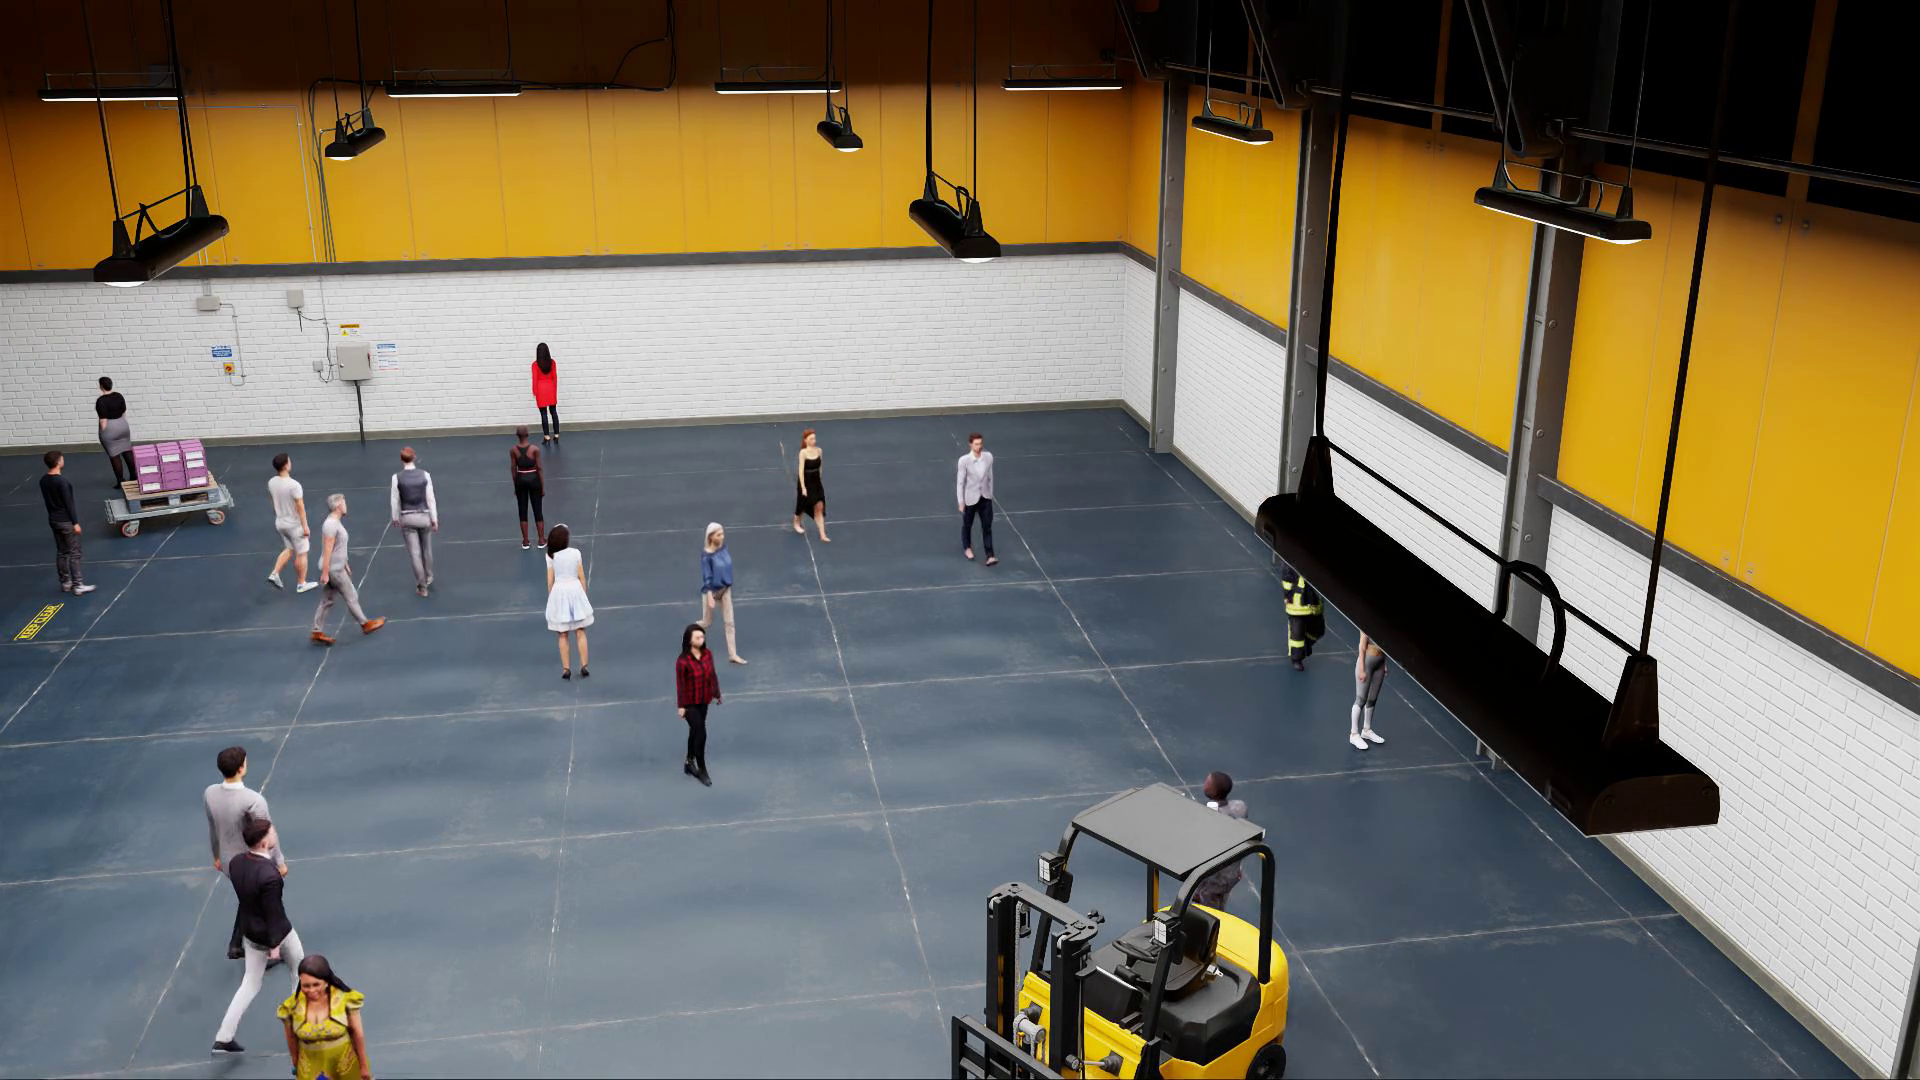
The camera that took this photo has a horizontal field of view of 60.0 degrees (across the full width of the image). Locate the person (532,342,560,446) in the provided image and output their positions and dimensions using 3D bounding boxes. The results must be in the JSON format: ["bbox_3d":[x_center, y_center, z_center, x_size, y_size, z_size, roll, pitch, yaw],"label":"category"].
[{"bbox_3d":[-7.034,-2.494,28.243,0.733,1.748,0.765,-15,24,-38],"label":"person"}]

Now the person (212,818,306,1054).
[{"bbox_3d":[-5.137,2.914,12.094,1.130,1.806,1.234,11,21,29],"label":"person"}]

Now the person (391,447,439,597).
[{"bbox_3d":[-6.928,-0.217,21.221,0.810,1.914,1.040,-9,21,-25],"label":"person"}]

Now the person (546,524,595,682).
[{"bbox_3d":[-4.398,0.702,18.651,0.729,1.813,0.751,-6,20,-17],"label":"person"}]

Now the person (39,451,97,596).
[{"bbox_3d":[-11.502,-0.224,21.319,0.722,1.864,0.752,9,21,25],"label":"person"}]

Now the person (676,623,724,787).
[{"bbox_3d":[-2.661,1.574,16.330,0.835,1.641,0.774,14,23,35],"label":"person"}]

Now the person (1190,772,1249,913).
[{"bbox_3d":[2.055,2.651,12.840,1.005,1.828,0.933,17,25,41],"label":"person"}]

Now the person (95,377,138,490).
[{"bbox_3d":[-13.098,-1.674,25.793,0.837,1.758,0.731,6,20,19],"label":"person"}]

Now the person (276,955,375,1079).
[{"bbox_3d":[-4.122,3.414,10.916,0.919,1.610,1.387,-7,20,-20],"label":"person"}]

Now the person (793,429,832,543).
[{"bbox_3d":[-2.162,-0.777,23.418,0.916,1.573,1.183,-14,23,-35],"label":"person"}]

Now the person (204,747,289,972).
[{"bbox_3d":[-5.654,2.552,13.000,0.881,1.915,0.909,9,20,24],"label":"person"}]

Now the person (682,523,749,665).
[{"bbox_3d":[-2.875,0.619,19.123,1.128,1.669,1.081,12,22,31],"label":"person"}]

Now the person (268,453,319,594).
[{"bbox_3d":[-8.622,-0.180,21.223,0.946,1.843,1.017,11,21,29],"label":"person"}]

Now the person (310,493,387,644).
[{"bbox_3d":[-7.492,0.387,19.661,1.002,1.765,1.132,-5,19,-14],"label":"person"}]

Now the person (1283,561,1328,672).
[{"bbox_3d":[3.934,0.546,19.051,0.748,1.852,0.807,-3,19,-8],"label":"person"}]

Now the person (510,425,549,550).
[{"bbox_3d":[-5.989,-0.745,23.034,0.605,1.757,0.572,-1,19,-3],"label":"person"}]

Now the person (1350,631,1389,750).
[{"bbox_3d":[4.215,1.291,17.072,0.650,1.705,0.668,-13,23,-34],"label":"person"}]

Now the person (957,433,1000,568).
[{"bbox_3d":[0.189,-0.566,22.433,0.808,1.802,1.194,-6,19,-17],"label":"person"}]
